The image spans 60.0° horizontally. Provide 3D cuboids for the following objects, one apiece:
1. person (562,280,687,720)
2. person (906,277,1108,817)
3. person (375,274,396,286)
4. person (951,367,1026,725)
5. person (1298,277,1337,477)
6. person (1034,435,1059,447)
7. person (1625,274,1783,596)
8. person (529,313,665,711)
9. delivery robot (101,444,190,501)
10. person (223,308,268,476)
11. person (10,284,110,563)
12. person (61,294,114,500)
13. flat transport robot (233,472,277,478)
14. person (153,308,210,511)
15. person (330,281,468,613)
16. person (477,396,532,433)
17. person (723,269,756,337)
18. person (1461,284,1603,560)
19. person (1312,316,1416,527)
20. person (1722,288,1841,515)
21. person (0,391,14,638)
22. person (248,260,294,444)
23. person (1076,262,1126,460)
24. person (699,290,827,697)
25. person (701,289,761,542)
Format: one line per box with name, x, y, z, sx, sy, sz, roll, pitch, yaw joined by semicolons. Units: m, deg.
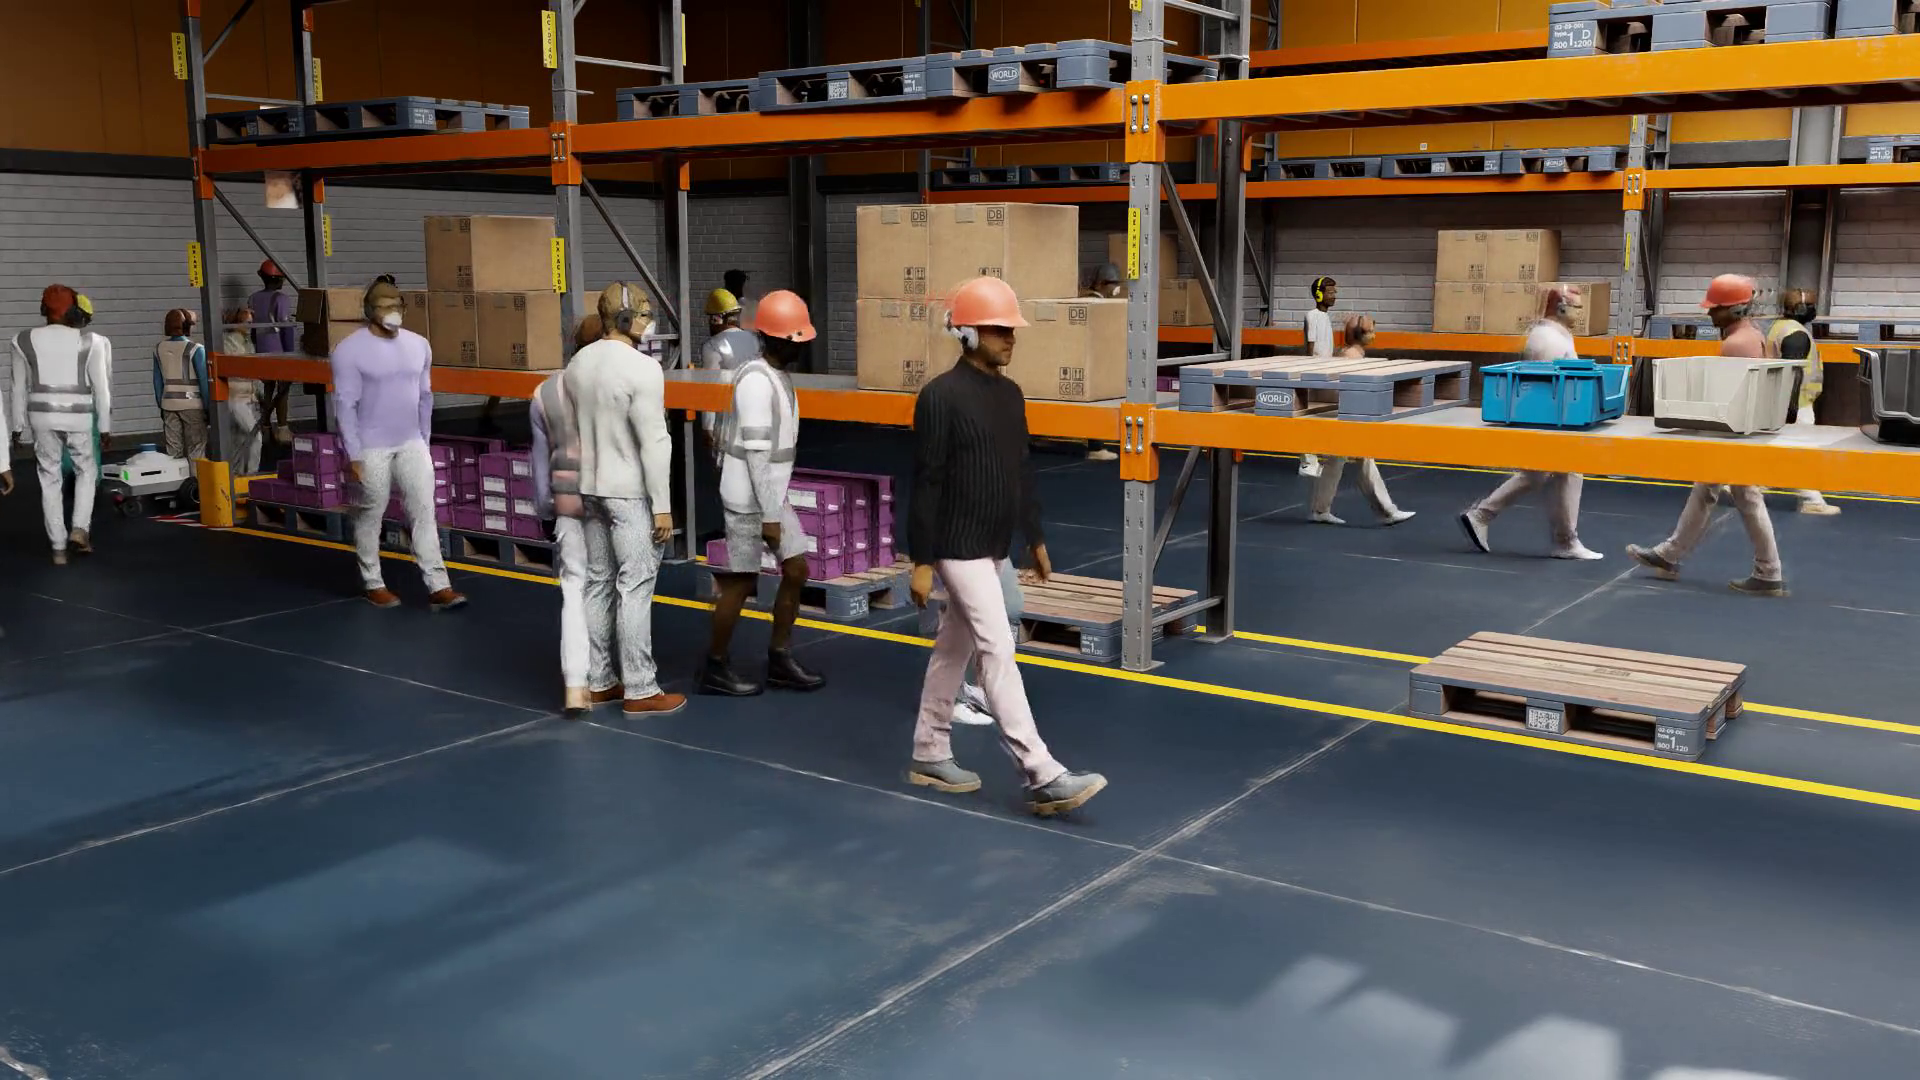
person;-1.504;-0.176;7.393;0.633;1.936;0.355;8;13;41
person;0.178;0.030;6.103;0.961;1.950;0.647;5;11;29
person;-6.372;-2.022;18.589;0.509;1.872;0.329;6;11;31
person;0.071;0.015;7.200;0.391;1.612;0.518;4;10;24
person;3.384;-1.531;15.660;0.329;1.874;0.518;5;11;28
person;0.736;-1.941;17.800;0.813;1.963;0.666;8;12;39
person;4.628;-0.647;10.208;1.003;1.935;0.635;7;12;35
person;-1.653;-0.139;7.656;0.634;1.796;0.967;0;10;-2
delivery robot;-6.488;-0.530;13.334;0.477;0.478;0.707;5;11;27
person;-6.109;-1.179;14.297;0.588;1.613;0.532;0;10;1
person;-6.030;-0.776;11.158;0.614;1.869;0.406;-4;10;-24
person;-7.369;-1.178;13.915;0.537;1.743;0.483;-4;10;-21
flat transport robot;-5.565;-0.463;14.056;1.431;0.197;0.652;-6;11;-31
person;-6.287;-1.052;13.495;0.522;1.638;0.309;3;10;17
person;-3.203;-0.508;9.468;0.937;1.898;0.653;8;13;41
person;-5.237;-2.190;19.570;1.008;1.892;0.549;-1;10;-5
person;-2.445;-2.142;19.111;0.819;1.940;0.615;1;10;4
person;3.919;-0.796;11.275;0.851;1.873;0.638;1;10;8
person;3.076;-0.887;12.603;0.823;1.595;0.545;3;10;18
person;6.656;-1.117;13.373;0.826;1.817;0.642;3;10;15
person;-5.339;-0.370;8.746;0.621;1.868;0.611;-5;11;-29
person;-7.606;-2.081;18.455;0.645;2.040;0.442;5;11;29
person;1.461;-1.827;16.921;0.539;2.000;0.679;3;10;19
person;-0.908;-0.188;7.595;0.711;1.886;0.558;2;10;13
person;-1.667;-0.884;11.960;0.403;1.826;0.589;6;11;30
